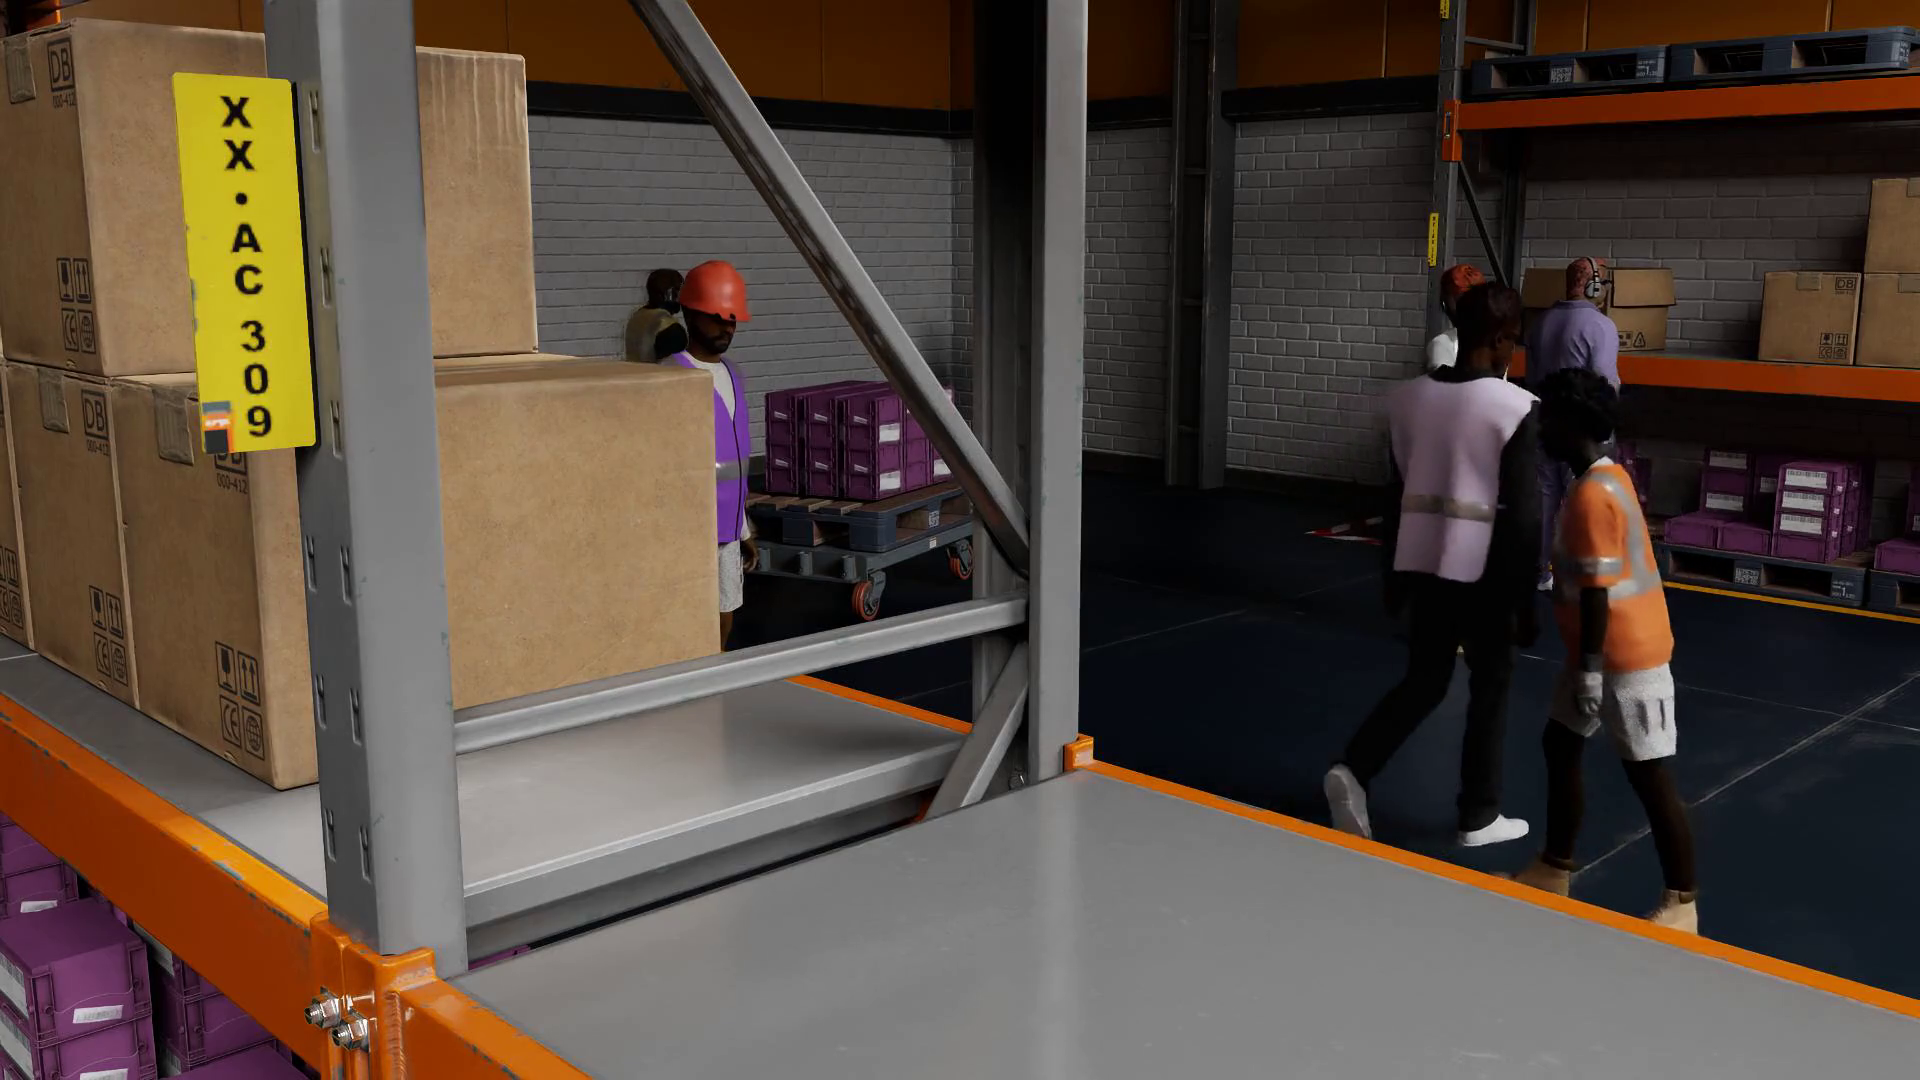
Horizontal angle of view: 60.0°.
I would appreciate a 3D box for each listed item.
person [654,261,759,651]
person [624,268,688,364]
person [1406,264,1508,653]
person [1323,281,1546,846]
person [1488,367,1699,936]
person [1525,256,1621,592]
[{"bbox_3d":[-0.903,-0.036,6.043,0.374,1.930,0.542,4,11,23],"label":"person"},{"bbox_3d":[-1.841,-0.777,10.381,0.449,1.821,0.641,-7,12,-32],"label":"person"},{"bbox_3d":[2.435,-0.391,8.105,0.574,1.884,0.360,-8,13,-37],"label":"person"},{"bbox_3d":[1.560,0.117,5.361,0.753,1.886,0.598,-7,12,-33],"label":"person"},{"bbox_3d":[1.891,0.334,4.814,0.605,1.645,0.540,3,11,18],"label":"person"},{"bbox_3d":[3.427,-0.611,9.253,0.400,1.903,0.644,-4,11,-20],"label":"person"}]
